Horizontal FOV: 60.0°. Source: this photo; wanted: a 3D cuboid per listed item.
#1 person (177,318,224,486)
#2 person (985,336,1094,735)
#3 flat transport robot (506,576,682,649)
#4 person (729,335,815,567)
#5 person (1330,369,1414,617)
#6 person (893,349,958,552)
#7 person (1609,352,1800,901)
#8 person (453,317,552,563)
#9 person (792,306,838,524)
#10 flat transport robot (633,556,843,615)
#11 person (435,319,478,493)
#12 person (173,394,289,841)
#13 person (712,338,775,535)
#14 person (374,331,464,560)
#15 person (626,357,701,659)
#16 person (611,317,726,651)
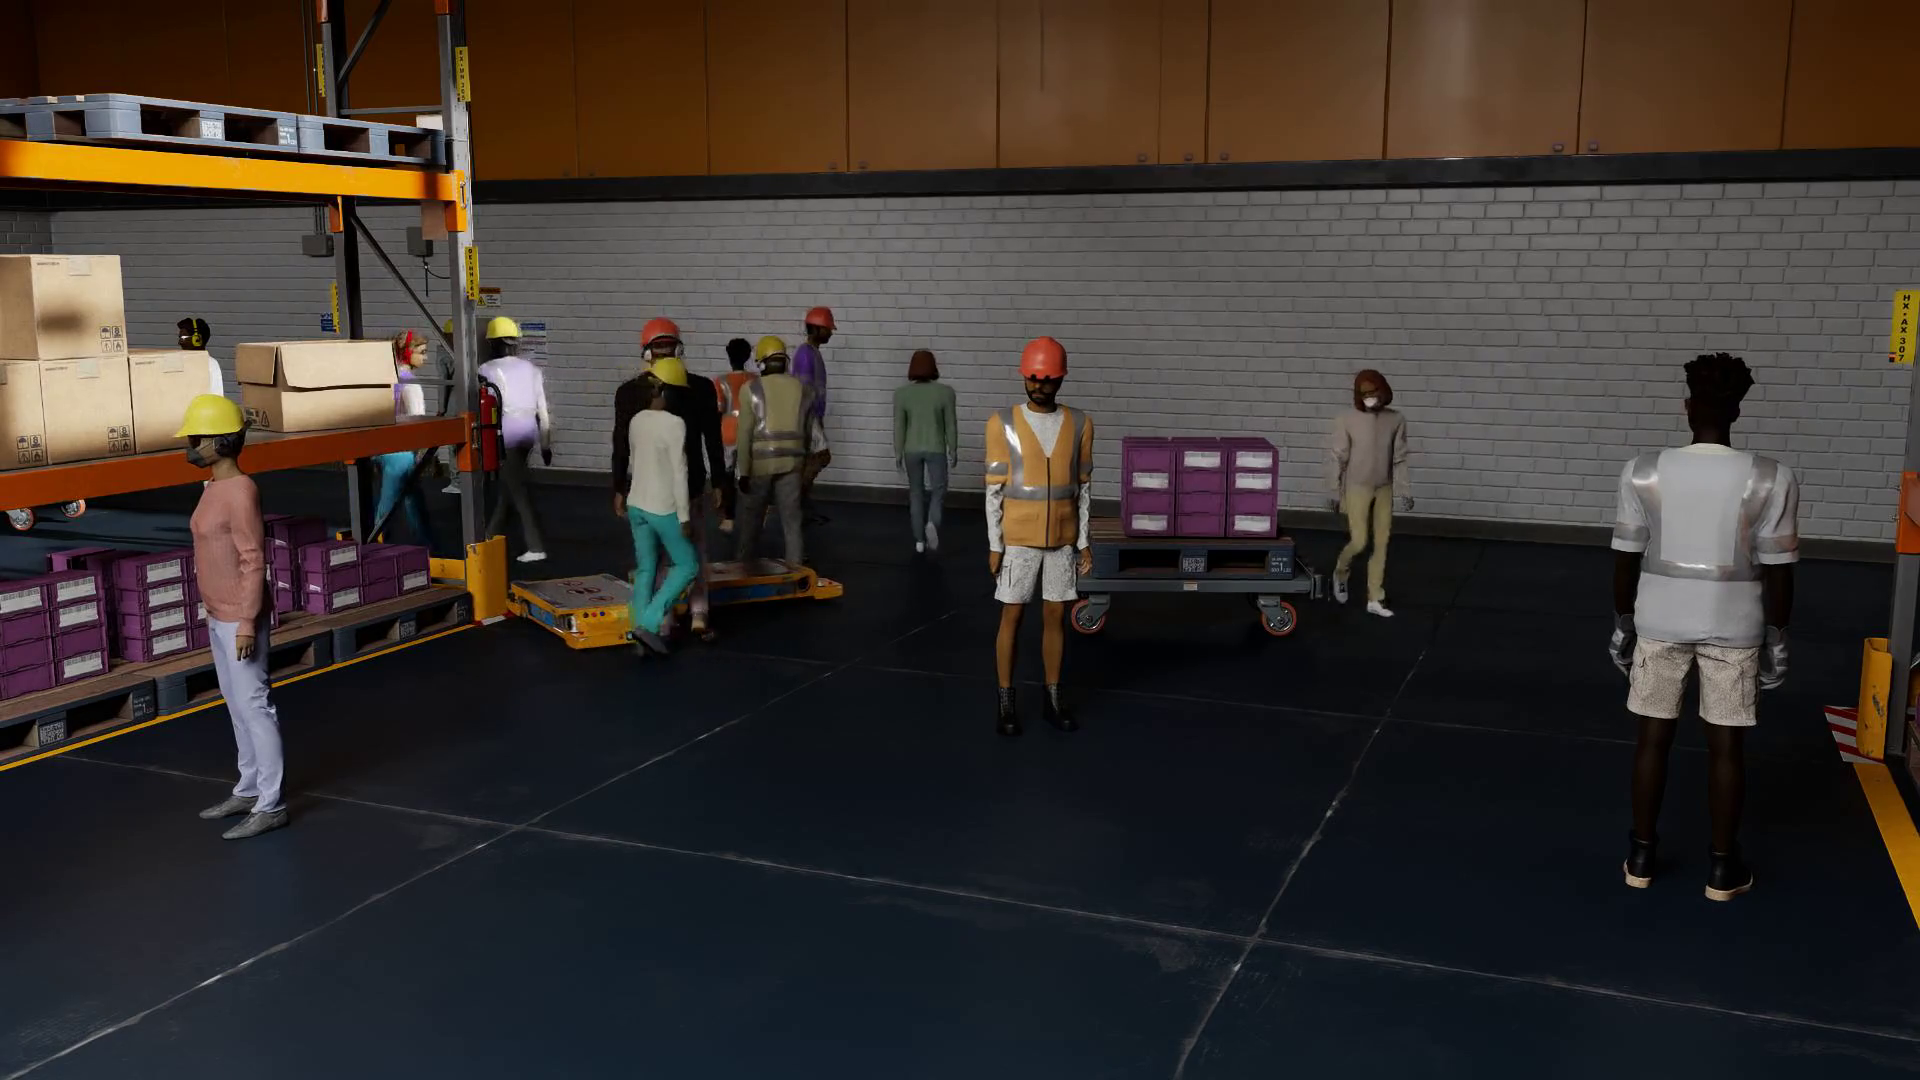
[{"bbox_3d":[-6.001,-0.833,13.247,0.316,1.861,0.514,-4,10,-23],"label":"person"},{"bbox_3d":[0.396,-0.017,8.065,0.547,1.934,0.376,-2,10,-14],"label":"person"},{"bbox_3d":[-2.320,0.424,10.420,0.652,0.197,1.431,-6,11,-31],"label":"flat transport robot"},{"bbox_3d":[-1.329,-0.528,11.611,0.598,1.784,0.875,-5,11,-27],"label":"person"},{"bbox_3d":[2.642,-0.310,10.787,0.527,1.608,0.416,-3,10,-17],"label":"person"},{"bbox_3d":[-0.279,-0.686,13.049,0.511,1.620,0.526,1,9,6],"label":"person"},{"bbox_3d":[2.659,0.311,5.980,0.613,1.965,0.361,6,11,31],"label":"person"},{"bbox_3d":[-3.525,-0.775,12.846,1.000,1.870,0.598,6,11,30],"label":"person"},{"bbox_3d":[-1.270,-1.081,14.594,0.446,1.908,0.587,0,9,1],"label":"person"},{"bbox_3d":[-1.573,0.300,11.176,1.431,0.197,0.652,-6,11,-30],"label":"flat transport robot"},{"bbox_3d":[-5.040,-1.341,16.668,0.312,1.743,0.493,7,12,36],"label":"person"},{"bbox_3d":[-2.913,0.303,6.634,0.311,1.768,0.533,-7,12,-37],"label":"person"},{"bbox_3d":[-1.800,-0.851,13.927,0.534,1.672,0.723,-5,11,-30],"label":"person"},{"bbox_3d":[-3.934,-0.608,12.050,0.919,1.797,0.589,-6,11,-34],"label":"person"},{"bbox_3d":[-1.698,-0.170,9.529,0.400,1.741,0.559,-9,13,-44],"label":"person"},{"bbox_3d":[-1.727,-0.326,9.832,0.649,1.963,0.487,-5,10,-26],"label":"person"}]
